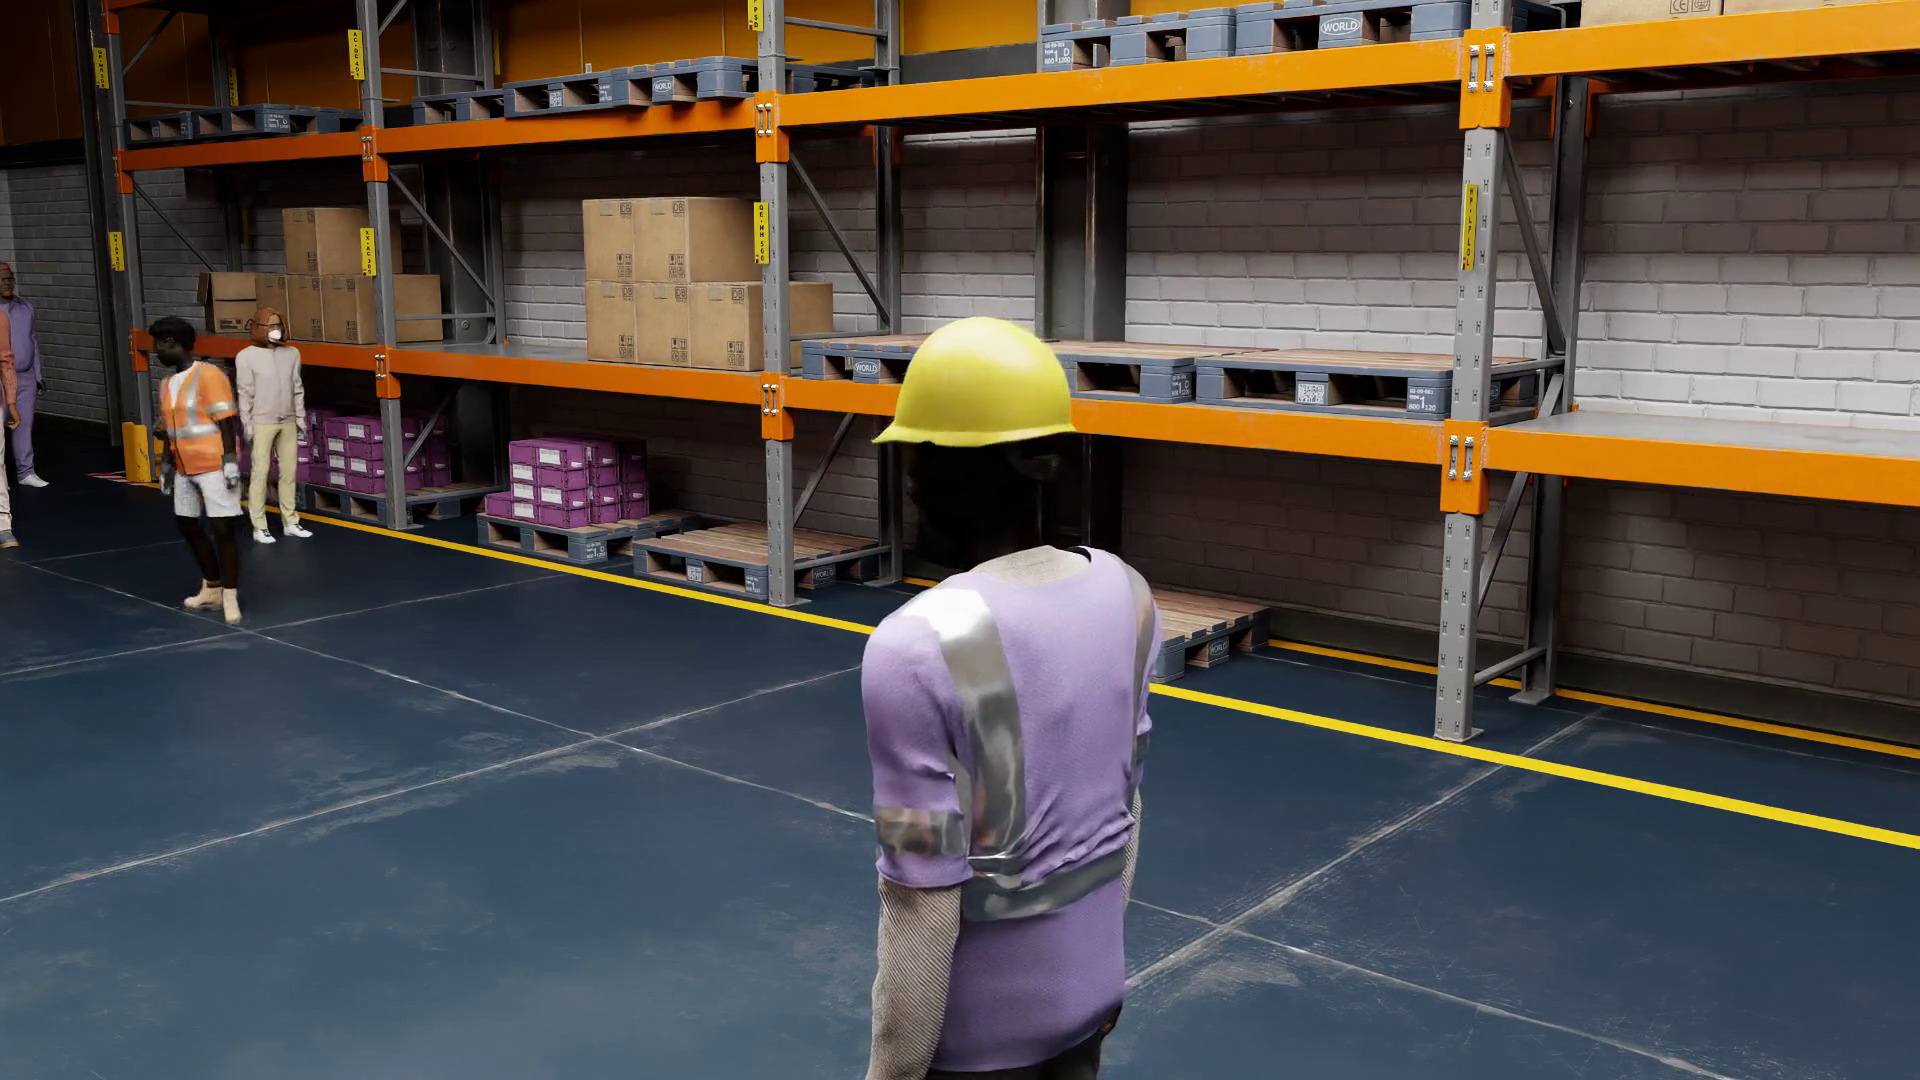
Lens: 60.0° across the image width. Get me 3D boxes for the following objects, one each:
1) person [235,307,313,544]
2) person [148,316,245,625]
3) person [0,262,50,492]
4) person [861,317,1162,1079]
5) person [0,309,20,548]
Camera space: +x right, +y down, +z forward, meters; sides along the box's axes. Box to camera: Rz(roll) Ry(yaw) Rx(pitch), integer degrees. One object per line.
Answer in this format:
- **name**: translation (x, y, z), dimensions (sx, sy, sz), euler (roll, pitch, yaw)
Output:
- **person**: translation (-4.737, -0.790, 11.474), dimensions (0.282, 1.626, 0.491), euler (6, 12, 31)
- **person**: translation (-4.105, -0.378, 9.025), dimensions (0.615, 1.662, 0.317), euler (6, 12, 30)
- **person**: translation (-7.949, -1.360, 13.906), dimensions (0.401, 1.907, 0.648), euler (5, 11, 25)
- **person**: translation (0.046, 0.647, 2.418), dimensions (0.374, 1.924, 0.595), euler (8, 13, 37)
- **person**: translation (-6.639, -0.916, 11.125), dimensions (0.622, 1.993, 0.382), euler (-7, 12, -36)
